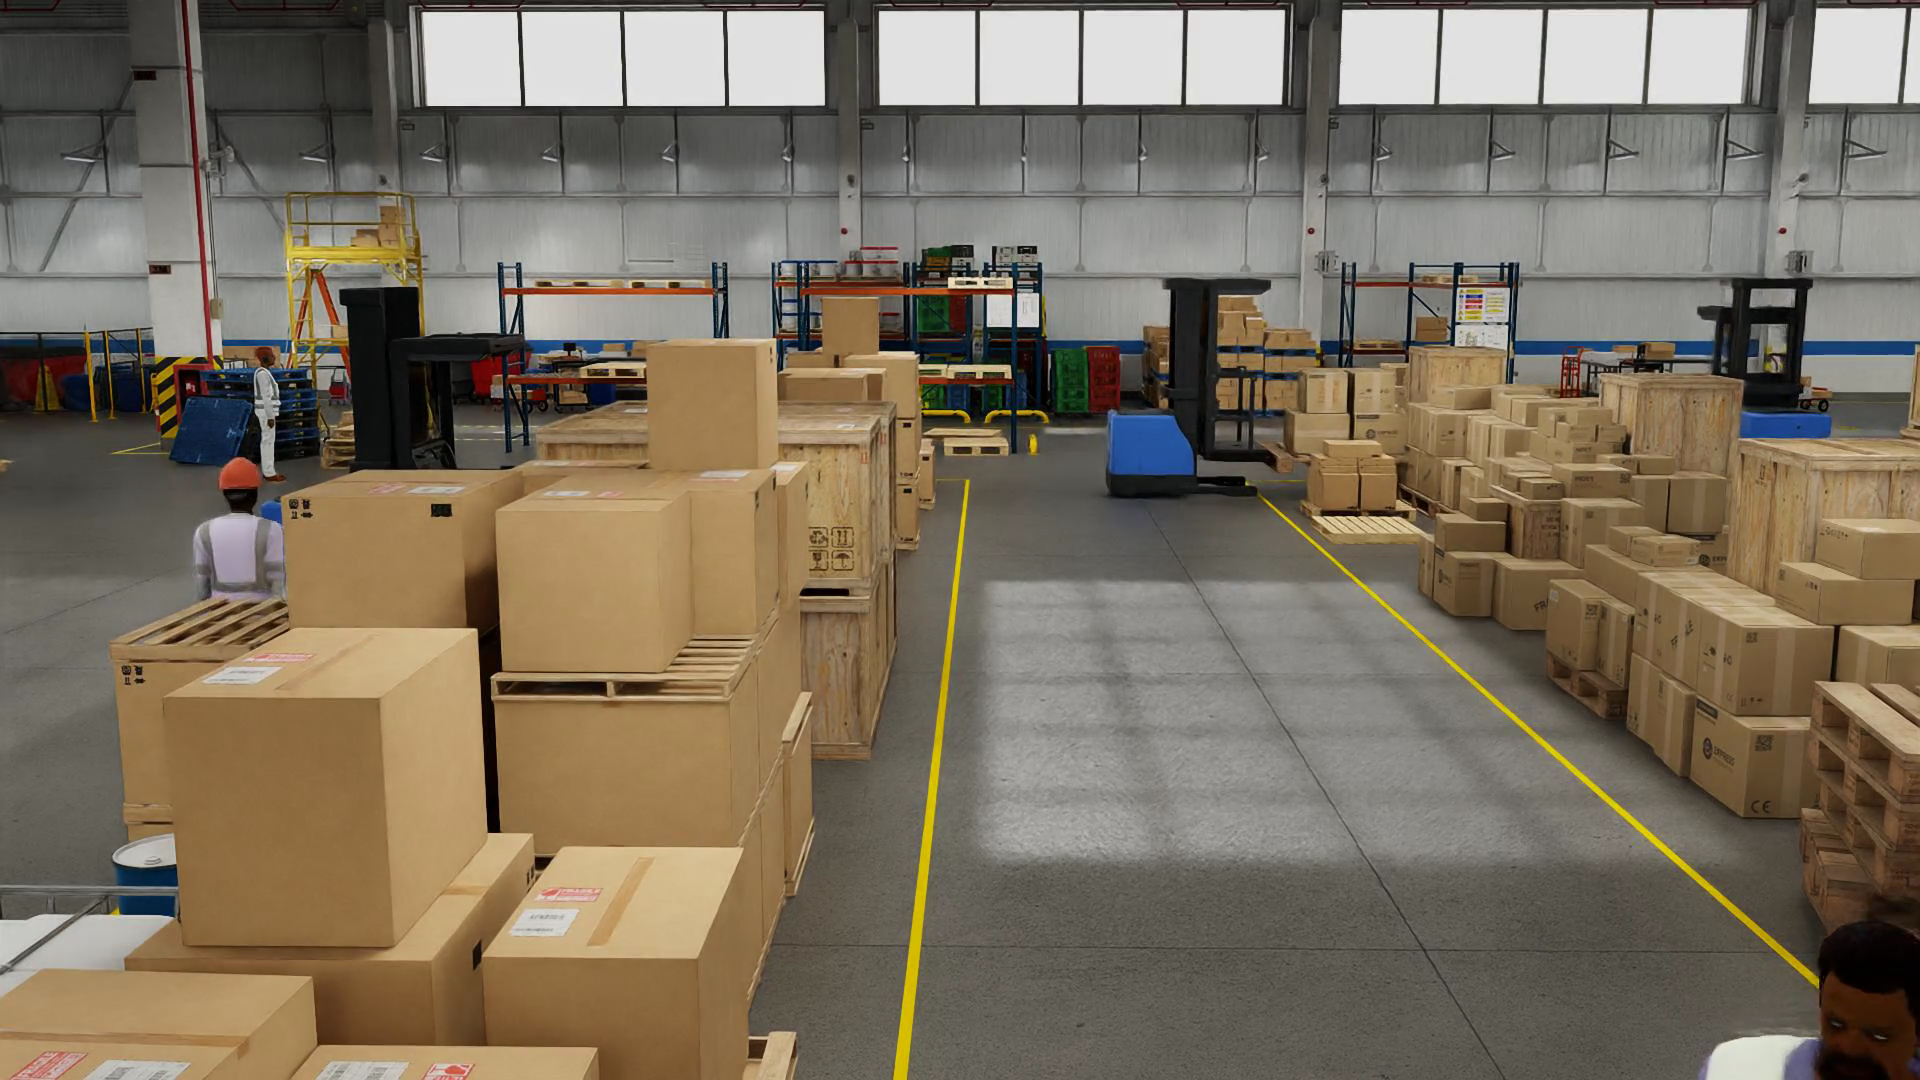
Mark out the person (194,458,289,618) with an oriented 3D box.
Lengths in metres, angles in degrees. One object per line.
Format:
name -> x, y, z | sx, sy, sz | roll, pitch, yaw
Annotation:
person -> -4.178, 0.463, 9.794 | 0.562, 1.890, 0.983 | 0, 9, -3

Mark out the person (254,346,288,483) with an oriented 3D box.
person -> -9.544, -1.724, 22.962 | 0.351, 1.882, 0.585 | -5, 11, -26

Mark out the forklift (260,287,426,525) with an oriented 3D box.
forklift -> -4.771, -0.711, 13.897 | 1.873, 2.768, 1.129 | 0, 9, 1

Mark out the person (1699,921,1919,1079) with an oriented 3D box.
person -> 1.583, 1.598, 3.073 | 0.971, 1.868, 0.603 | -8, 12, -40

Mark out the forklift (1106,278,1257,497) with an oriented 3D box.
forklift -> 2.884, -2.007, 21.659 | 1.873, 2.768, 1.129 | 0, 9, 1

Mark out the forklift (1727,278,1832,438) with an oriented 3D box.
forklift -> 10.744, -2.099, 22.206 | 1.129, 2.768, 1.873 | 0, 9, 1
